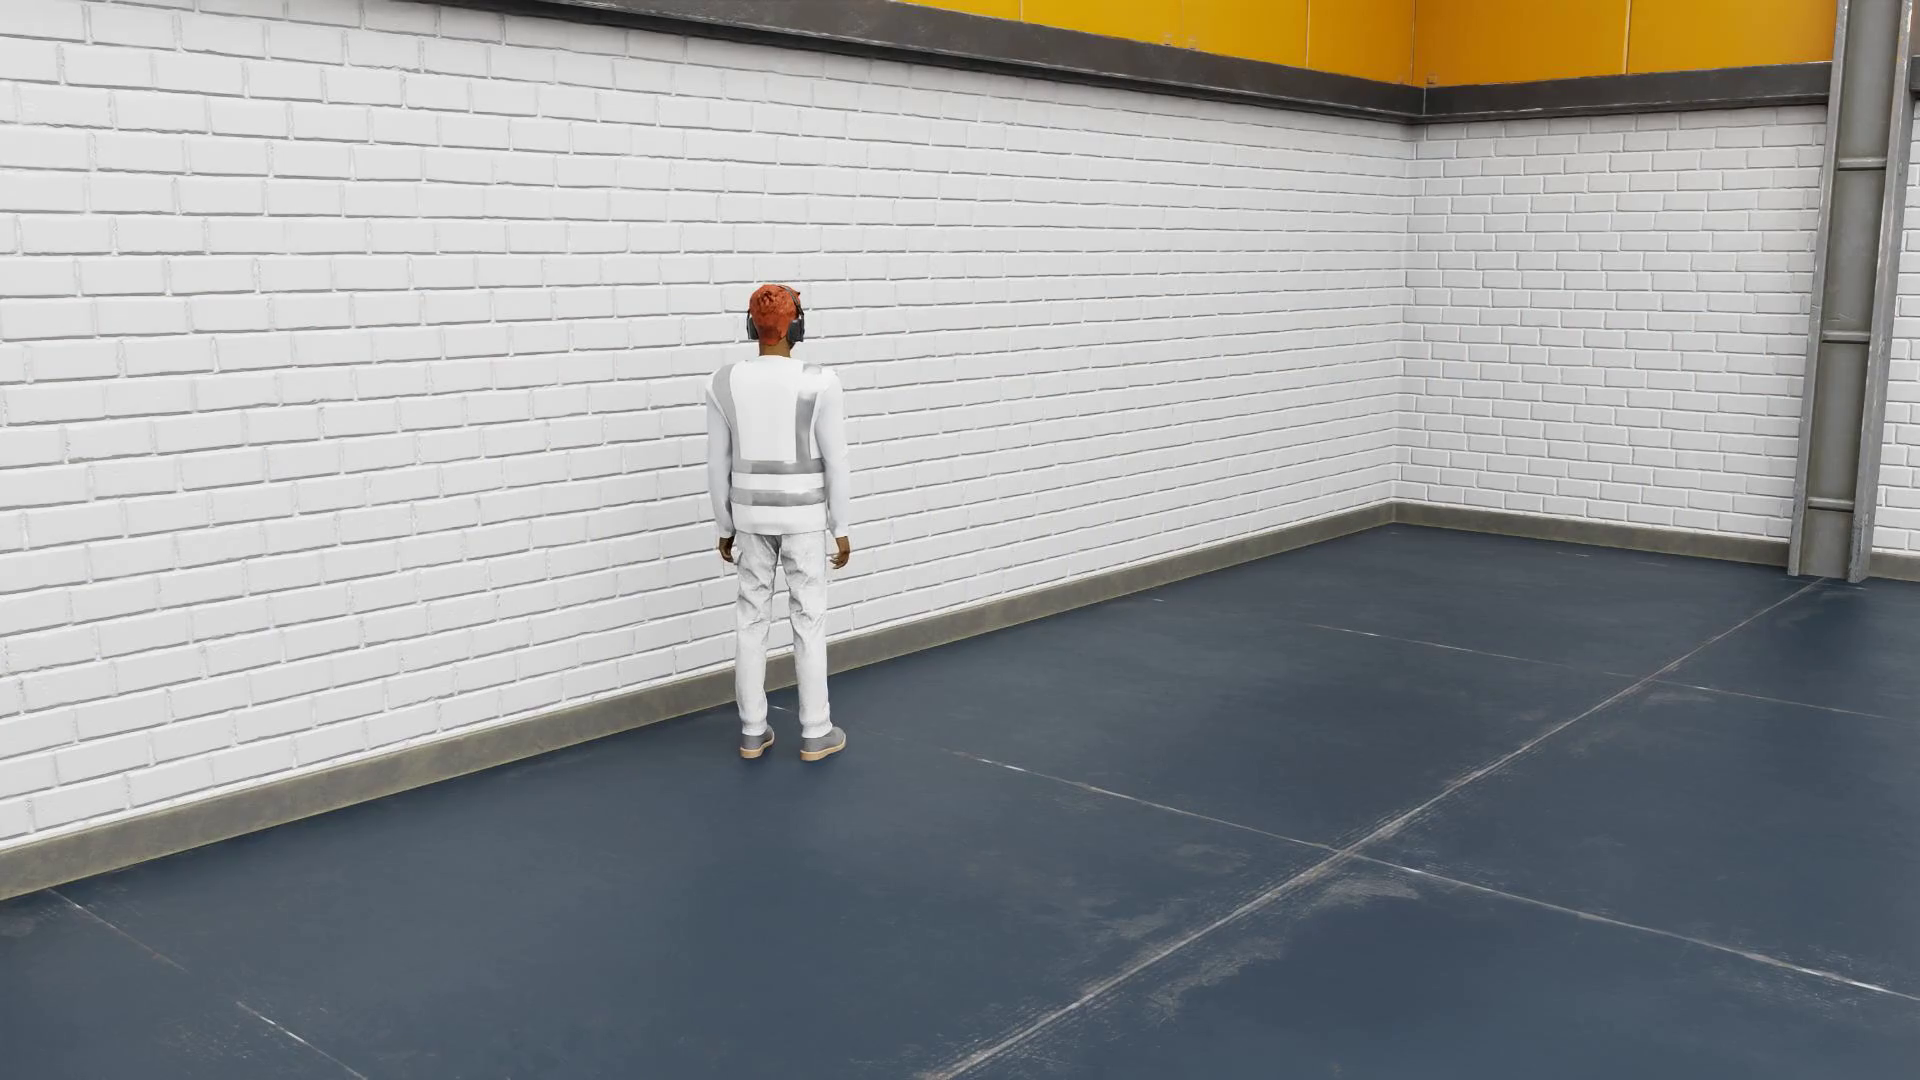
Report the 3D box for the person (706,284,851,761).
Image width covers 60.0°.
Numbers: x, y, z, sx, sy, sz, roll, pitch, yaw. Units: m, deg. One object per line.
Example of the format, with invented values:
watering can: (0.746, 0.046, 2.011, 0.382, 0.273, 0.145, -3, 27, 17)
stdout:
person: (-0.706, -0.059, 6.570, 0.576, 1.882, 0.355, 2, 10, 11)
